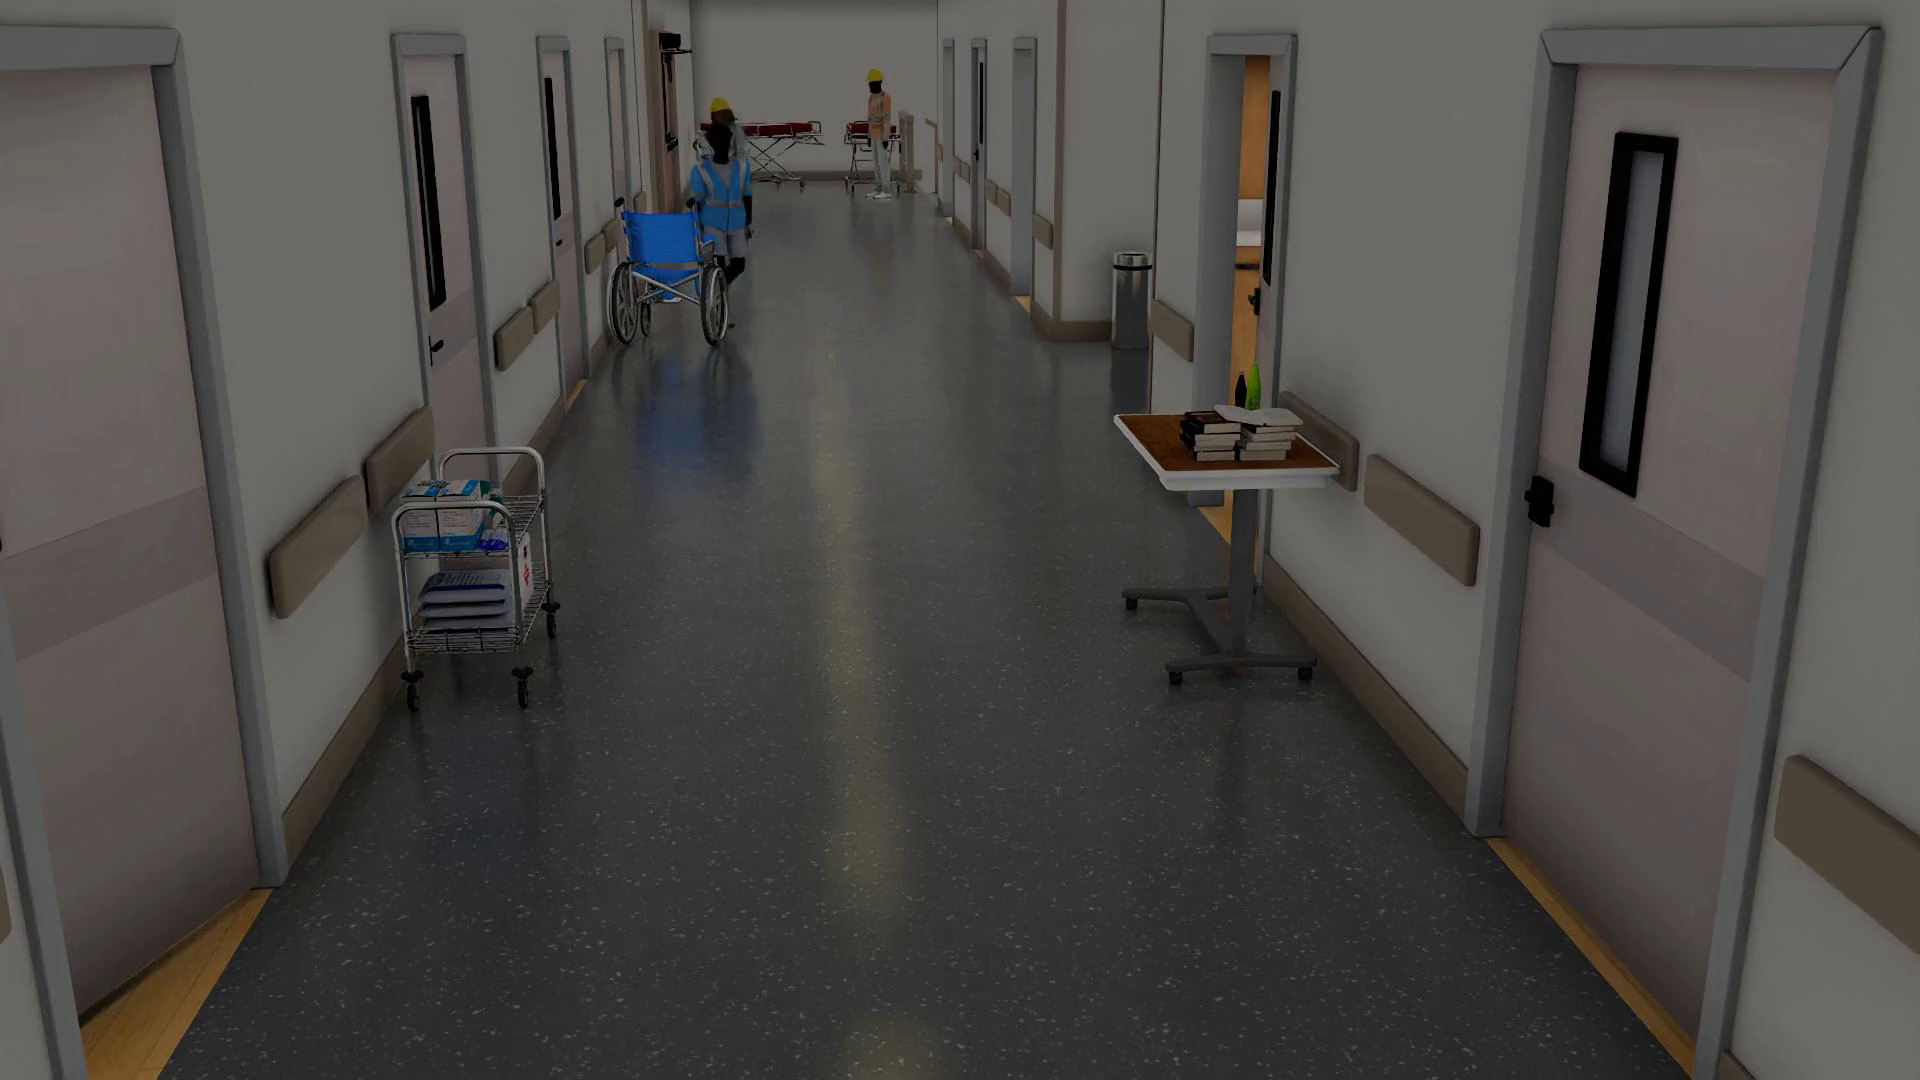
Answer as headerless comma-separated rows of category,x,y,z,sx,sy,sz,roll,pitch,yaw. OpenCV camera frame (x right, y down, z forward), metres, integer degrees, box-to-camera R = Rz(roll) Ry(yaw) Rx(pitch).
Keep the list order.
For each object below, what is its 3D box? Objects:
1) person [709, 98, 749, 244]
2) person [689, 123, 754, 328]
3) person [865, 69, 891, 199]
person,-2.667,-4.166,18.964,0.498,1.698,0.872,5,17,17
person,-2.010,-2.633,13.870,0.559,1.670,0.569,-9,19,-26
person,-1.251,-6.151,25.222,0.404,1.917,0.590,-8,18,-25
